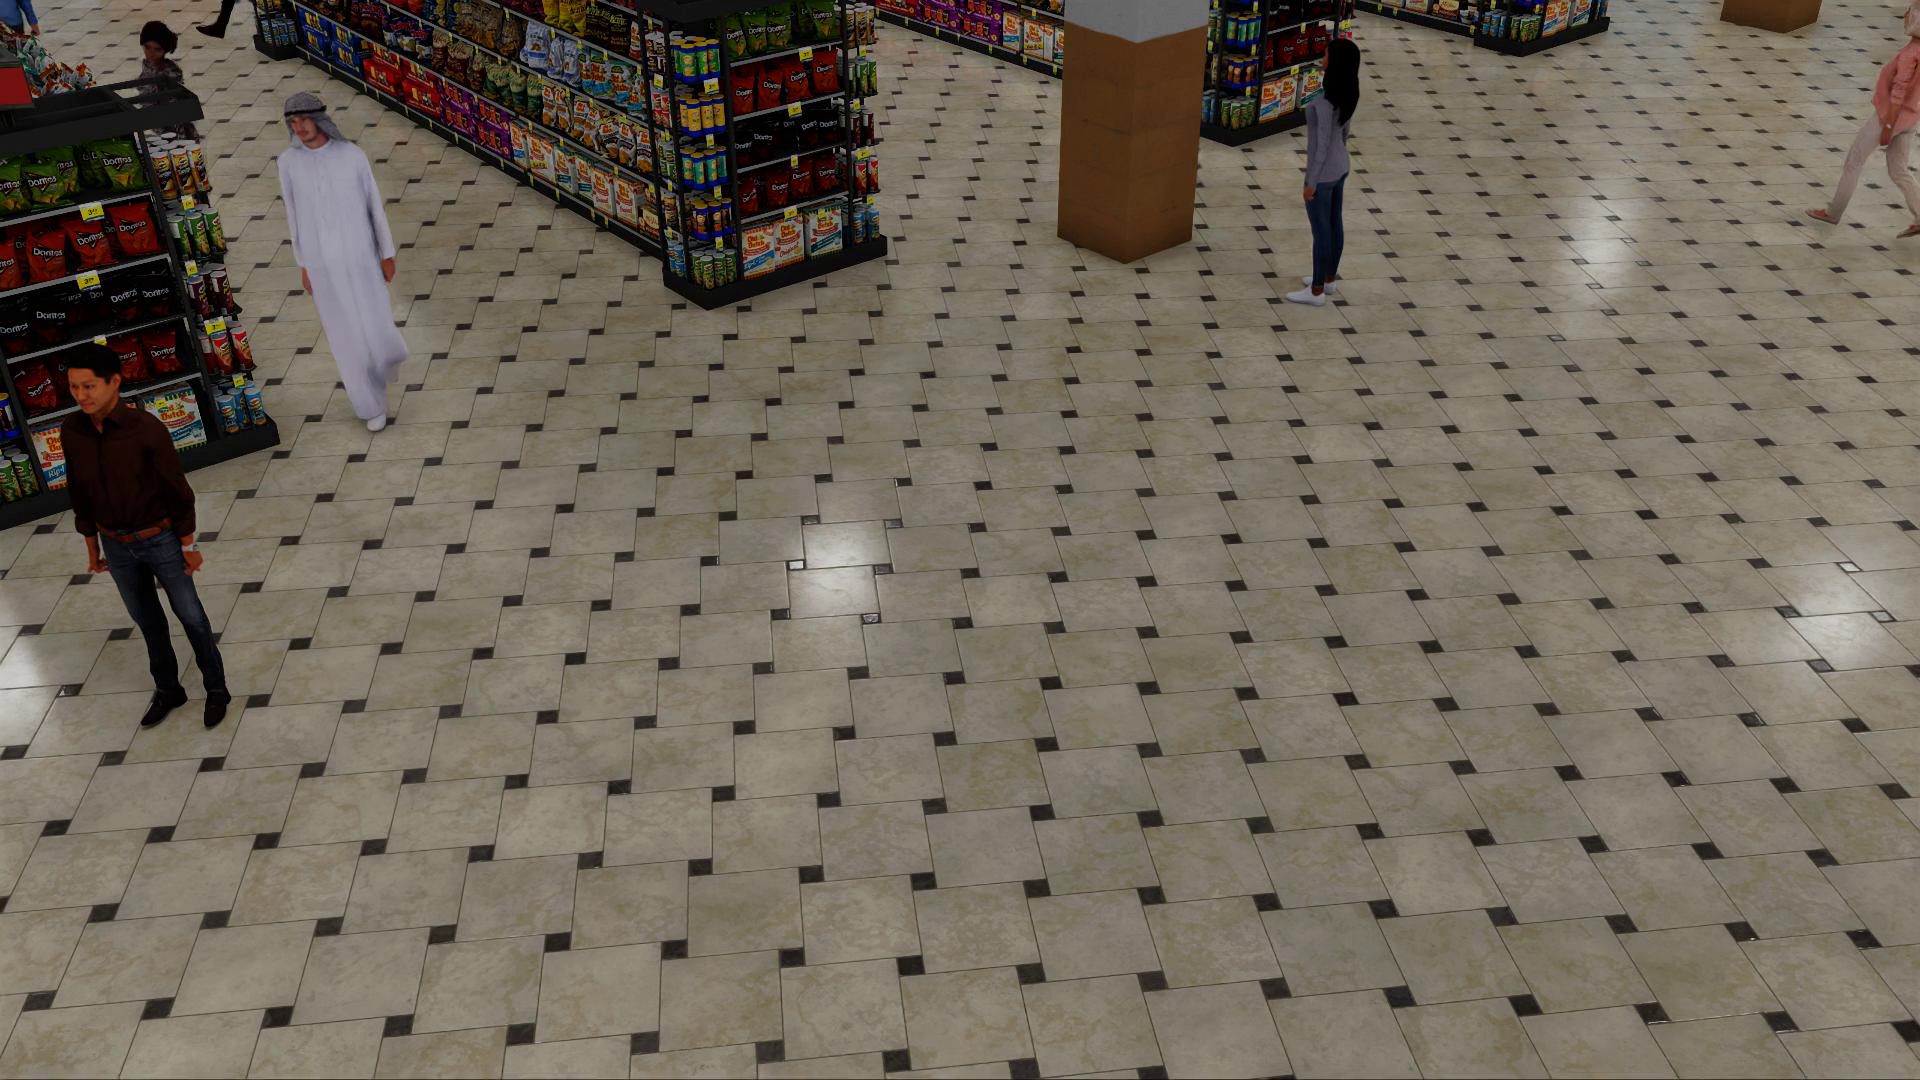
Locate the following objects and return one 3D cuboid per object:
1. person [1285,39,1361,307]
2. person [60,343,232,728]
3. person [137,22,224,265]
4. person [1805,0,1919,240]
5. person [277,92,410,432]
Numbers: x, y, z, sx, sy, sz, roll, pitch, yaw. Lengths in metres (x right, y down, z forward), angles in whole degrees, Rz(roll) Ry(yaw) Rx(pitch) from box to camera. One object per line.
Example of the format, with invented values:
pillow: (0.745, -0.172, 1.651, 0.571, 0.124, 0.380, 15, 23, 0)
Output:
person: (2.400, -2.376, 10.796, 0.595, 1.735, 0.647, 21, 38, 30)
person: (-3.406, -0.009, 6.946, 0.711, 1.782, 0.752, 1, 32, 1)
person: (-5.331, -2.699, 11.349, 0.828, 1.698, 0.506, -19, 37, -28)
person: (6.679, -2.933, 11.735, 0.605, 1.688, 1.090, -24, 39, -34)
person: (-3.469, -1.594, 9.378, 0.914, 1.904, 1.051, -9, 33, -13)
